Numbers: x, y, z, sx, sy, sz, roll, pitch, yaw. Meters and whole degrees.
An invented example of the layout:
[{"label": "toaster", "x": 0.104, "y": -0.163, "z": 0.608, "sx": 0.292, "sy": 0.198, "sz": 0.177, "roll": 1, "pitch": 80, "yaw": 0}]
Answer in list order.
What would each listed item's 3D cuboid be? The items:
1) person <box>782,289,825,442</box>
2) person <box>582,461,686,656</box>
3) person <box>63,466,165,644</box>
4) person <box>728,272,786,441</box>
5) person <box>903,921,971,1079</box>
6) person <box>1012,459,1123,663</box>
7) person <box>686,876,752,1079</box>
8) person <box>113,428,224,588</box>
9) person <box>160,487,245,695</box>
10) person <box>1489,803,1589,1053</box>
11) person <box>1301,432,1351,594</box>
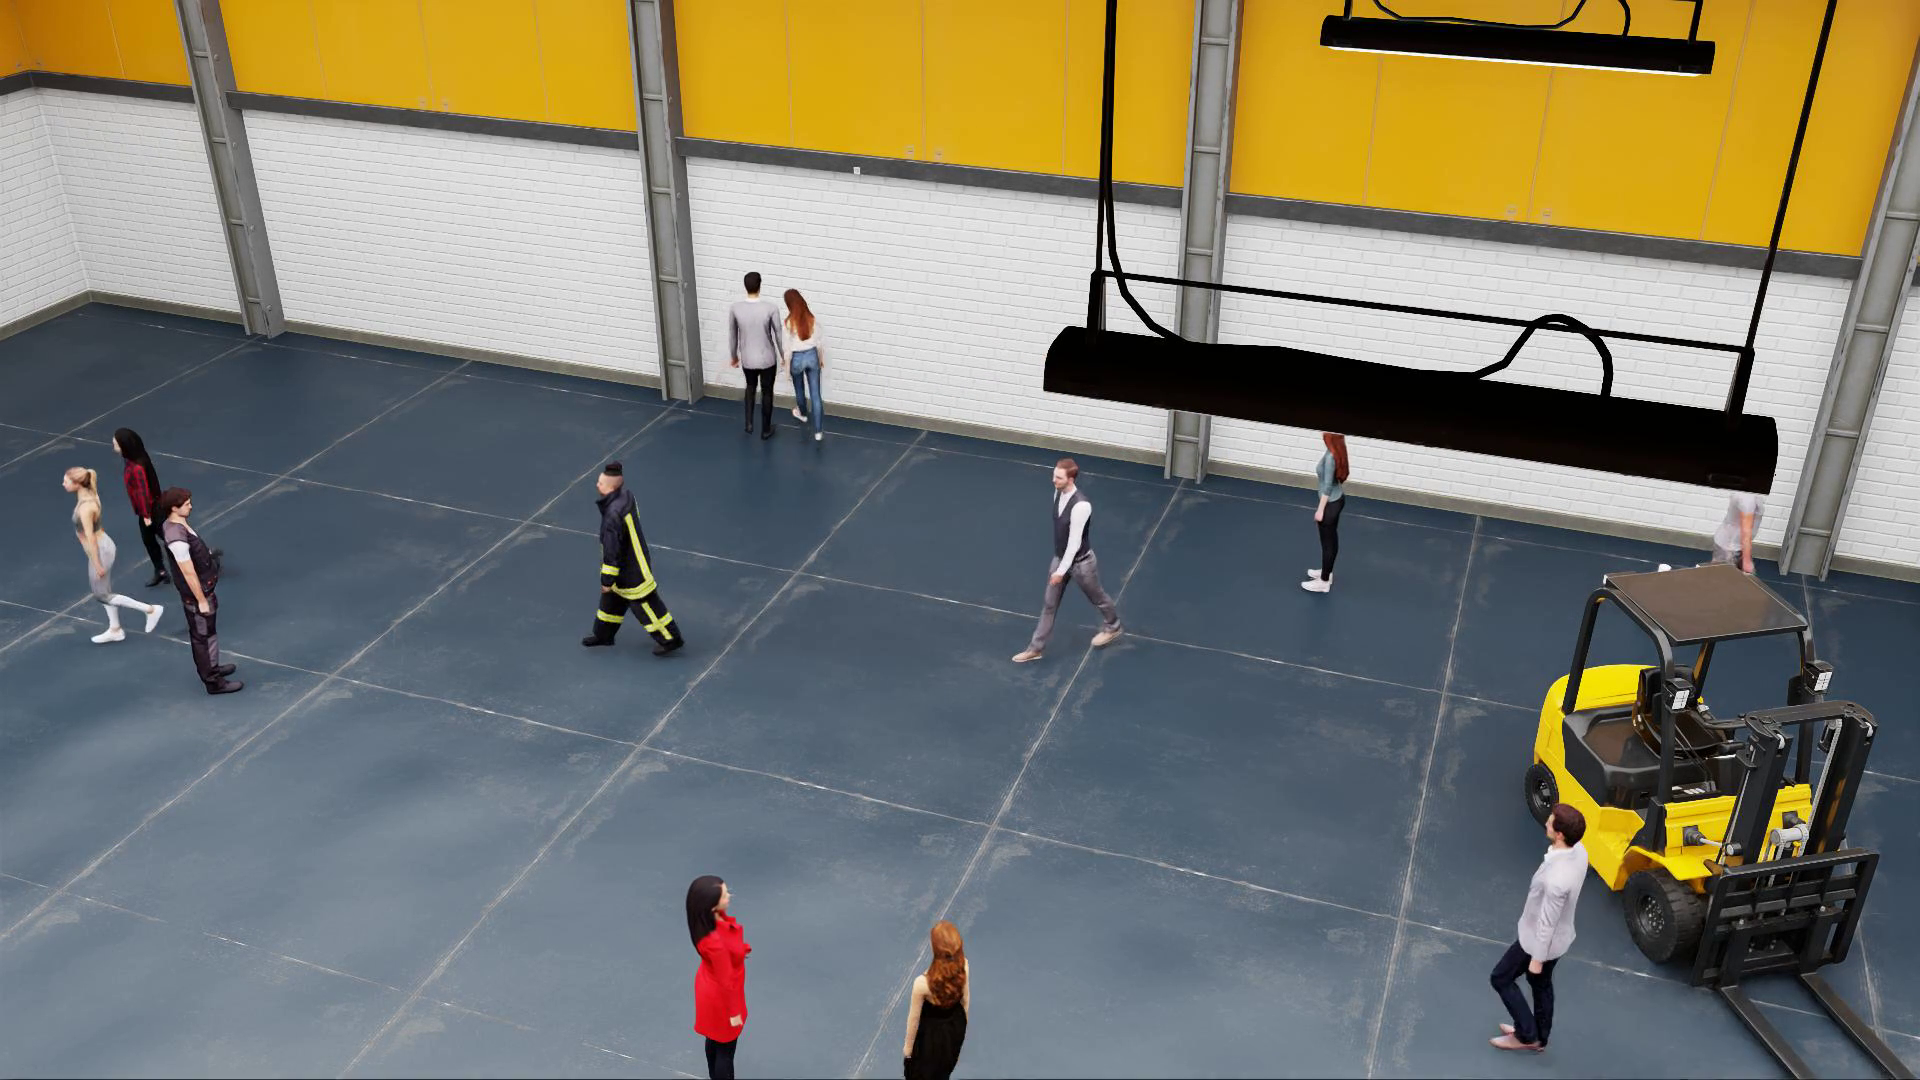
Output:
[{"label": "person", "x": -1.669, "y": -1.871, "z": 18.083, "sx": 1.157, "sy": 1.679, "sz": 1.158, "roll": -8, "pitch": 30, "yaw": -14}, {"label": "person", "x": -2.752, "y": 0.196, "z": 14.151, "sx": 1.279, "sy": 1.816, "sz": 1.068, "roll": -3, "pitch": 29, "yaw": -5}, {"label": "person", "x": -7.351, "y": 0.131, "z": 14.402, "sx": 0.956, "sy": 1.690, "sz": 0.847, "roll": -9, "pitch": 30, "yaw": -15}, {"label": "person", "x": -2.200, "y": -1.944, "z": 17.973, "sx": 0.648, "sy": 1.914, "sz": 0.853, "roll": 5, "pitch": 29, "yaw": 10}, {"label": "person", "x": -0.082, "y": 2.872, "z": 9.463, "sx": 0.828, "sy": 1.608, "sz": 0.983, "roll": -22, "pitch": 36, "yaw": -35}, {"label": "person", "x": 1.062, "y": 0.171, "z": 14.131, "sx": 1.267, "sy": 1.878, "sz": 1.278, "roll": -14, "pitch": 32, "yaw": -25}, {"label": "person", "x": -1.401, "y": 2.658, "z": 9.708, "sx": 0.791, "sy": 1.748, "sz": 0.737, "roll": -11, "pitch": 30, "yaw": -19}, {"label": "person", "x": -7.323, "y": -0.298, "z": 15.253, "sx": 0.975, "sy": 1.628, "sz": 0.975, "roll": -18, "pitch": 33, "yaw": -30}, {"label": "person", "x": -6.324, "y": 0.410, "z": 13.727, "sx": 0.799, "sy": 1.847, "sz": 0.721, "roll": -15, "pitch": 32, "yaw": -26}, {"label": "person", "x": 3.619, "y": 2.423, "z": 10.055, "sx": 0.720, "sy": 1.829, "sz": 0.767, "roll": 18, "pitch": 34, "yaw": 30}, {"label": "person", "x": 3.376, "y": -0.329, "z": 15.191, "sx": 0.576, "sy": 1.742, "sz": 0.598, "roll": 15, "pitch": 32, "yaw": 25}]
